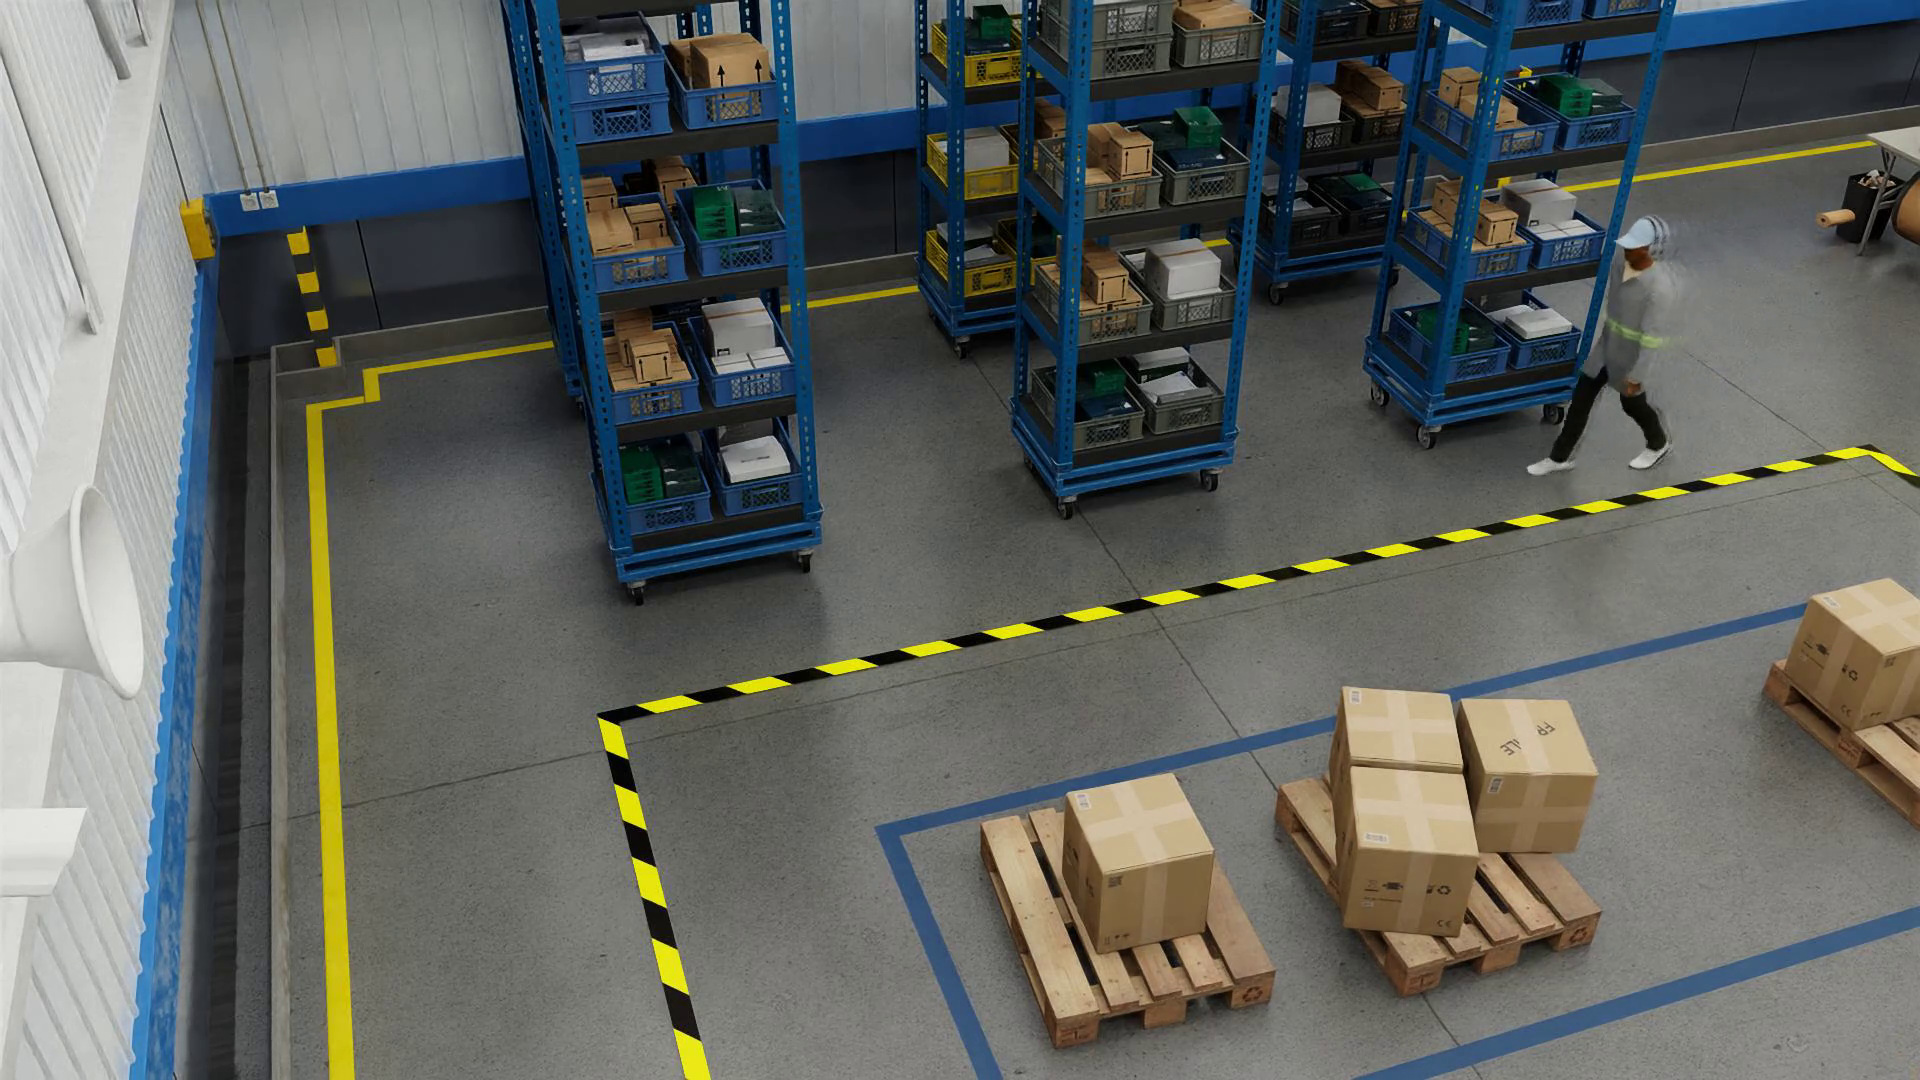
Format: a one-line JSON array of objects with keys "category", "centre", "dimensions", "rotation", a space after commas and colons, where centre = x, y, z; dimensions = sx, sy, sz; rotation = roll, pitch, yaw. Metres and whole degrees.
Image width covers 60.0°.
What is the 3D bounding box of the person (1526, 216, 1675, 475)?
[{"category": "person", "centre": [4.211, -1.196, 10.418], "dimensions": [0.939, 1.809, 0.601], "rotation": [-9, 36, -12]}]
